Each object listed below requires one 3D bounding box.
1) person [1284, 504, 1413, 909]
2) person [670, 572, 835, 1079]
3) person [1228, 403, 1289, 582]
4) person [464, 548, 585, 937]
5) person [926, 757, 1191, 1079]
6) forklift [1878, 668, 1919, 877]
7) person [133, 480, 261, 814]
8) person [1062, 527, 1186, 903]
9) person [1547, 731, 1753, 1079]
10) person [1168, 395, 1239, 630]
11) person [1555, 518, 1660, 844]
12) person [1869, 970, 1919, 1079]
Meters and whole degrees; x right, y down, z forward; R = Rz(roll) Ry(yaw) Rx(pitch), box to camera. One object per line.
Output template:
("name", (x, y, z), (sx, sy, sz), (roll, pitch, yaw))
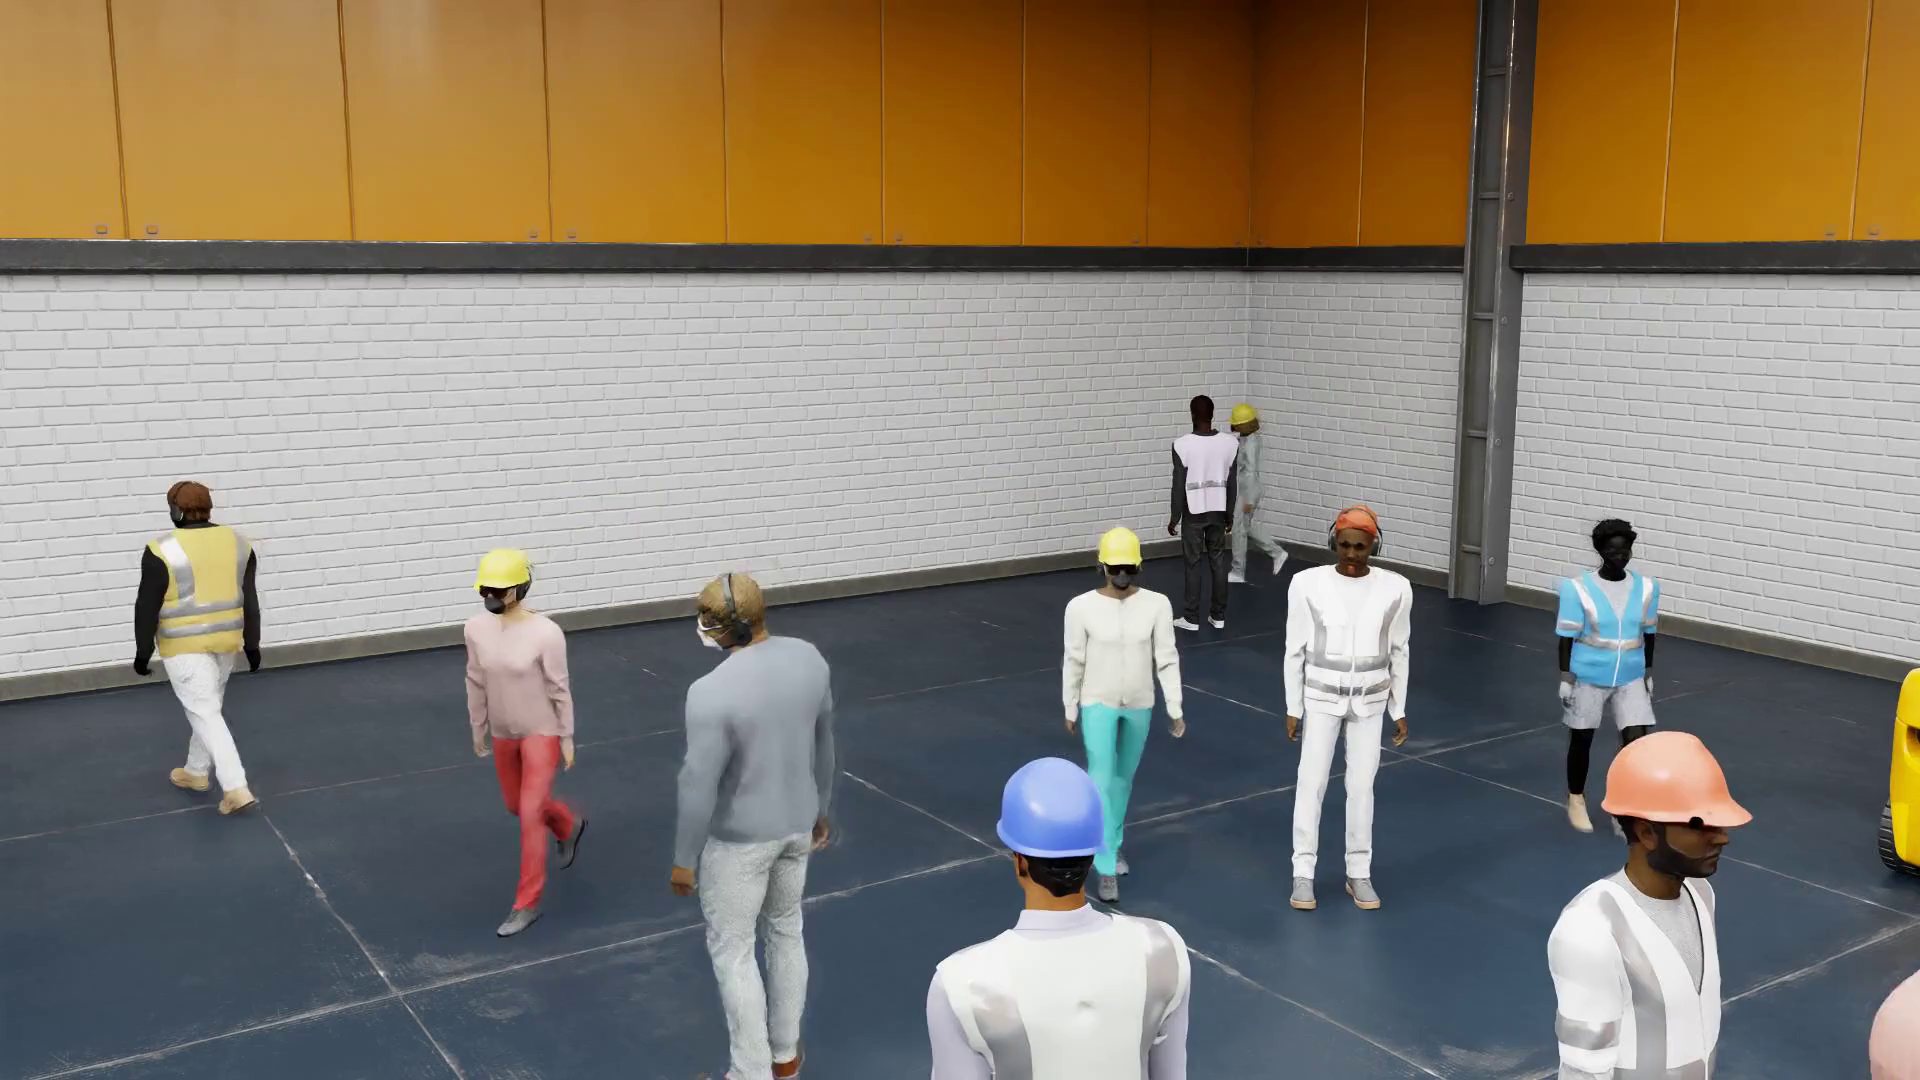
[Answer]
("person", (1.775, 0.767, 7.652), (0.574, 1.886, 0.361), (0, 9, 2))
("person", (-0.693, 1.053, 5.871), (0.406, 1.912, 0.679), (9, 13, 42))
("person", (2.709, -0.421, 15.343), (0.590, 1.702, 0.543), (1, 10, 9))
("person", (-1.946, 0.848, 7.620), (0.538, 1.733, 0.793), (4, 10, 21))
("person", (0.204, 1.416, 3.553), (0.602, 1.948, 0.385), (-4, 10, -23))
("forklift", (5.511, 0.571, 7.906), (2.313, 2.155, 1.214), (-6, 11, -33))
("person", (-4.133, 0.572, 9.097), (0.940, 1.804, 0.619), (6, 11, 31))
("person", (0.781, 0.809, 7.832), (0.541, 1.732, 0.808), (-2, 10, -11))
("person", (1.554, 1.379, 3.797), (0.545, 1.942, 0.353), (-8, 13, -41))
("person", (1.972, -0.216, 13.493), (0.589, 1.914, 0.392), (-3, 10, -19))
("person", (3.328, 0.729, 8.509), (0.550, 1.673, 0.642), (0, 9, 1))
("person", (2.158, 1.488, 3.363), (0.659, 1.862, 0.872), (-1, 9, -6))
